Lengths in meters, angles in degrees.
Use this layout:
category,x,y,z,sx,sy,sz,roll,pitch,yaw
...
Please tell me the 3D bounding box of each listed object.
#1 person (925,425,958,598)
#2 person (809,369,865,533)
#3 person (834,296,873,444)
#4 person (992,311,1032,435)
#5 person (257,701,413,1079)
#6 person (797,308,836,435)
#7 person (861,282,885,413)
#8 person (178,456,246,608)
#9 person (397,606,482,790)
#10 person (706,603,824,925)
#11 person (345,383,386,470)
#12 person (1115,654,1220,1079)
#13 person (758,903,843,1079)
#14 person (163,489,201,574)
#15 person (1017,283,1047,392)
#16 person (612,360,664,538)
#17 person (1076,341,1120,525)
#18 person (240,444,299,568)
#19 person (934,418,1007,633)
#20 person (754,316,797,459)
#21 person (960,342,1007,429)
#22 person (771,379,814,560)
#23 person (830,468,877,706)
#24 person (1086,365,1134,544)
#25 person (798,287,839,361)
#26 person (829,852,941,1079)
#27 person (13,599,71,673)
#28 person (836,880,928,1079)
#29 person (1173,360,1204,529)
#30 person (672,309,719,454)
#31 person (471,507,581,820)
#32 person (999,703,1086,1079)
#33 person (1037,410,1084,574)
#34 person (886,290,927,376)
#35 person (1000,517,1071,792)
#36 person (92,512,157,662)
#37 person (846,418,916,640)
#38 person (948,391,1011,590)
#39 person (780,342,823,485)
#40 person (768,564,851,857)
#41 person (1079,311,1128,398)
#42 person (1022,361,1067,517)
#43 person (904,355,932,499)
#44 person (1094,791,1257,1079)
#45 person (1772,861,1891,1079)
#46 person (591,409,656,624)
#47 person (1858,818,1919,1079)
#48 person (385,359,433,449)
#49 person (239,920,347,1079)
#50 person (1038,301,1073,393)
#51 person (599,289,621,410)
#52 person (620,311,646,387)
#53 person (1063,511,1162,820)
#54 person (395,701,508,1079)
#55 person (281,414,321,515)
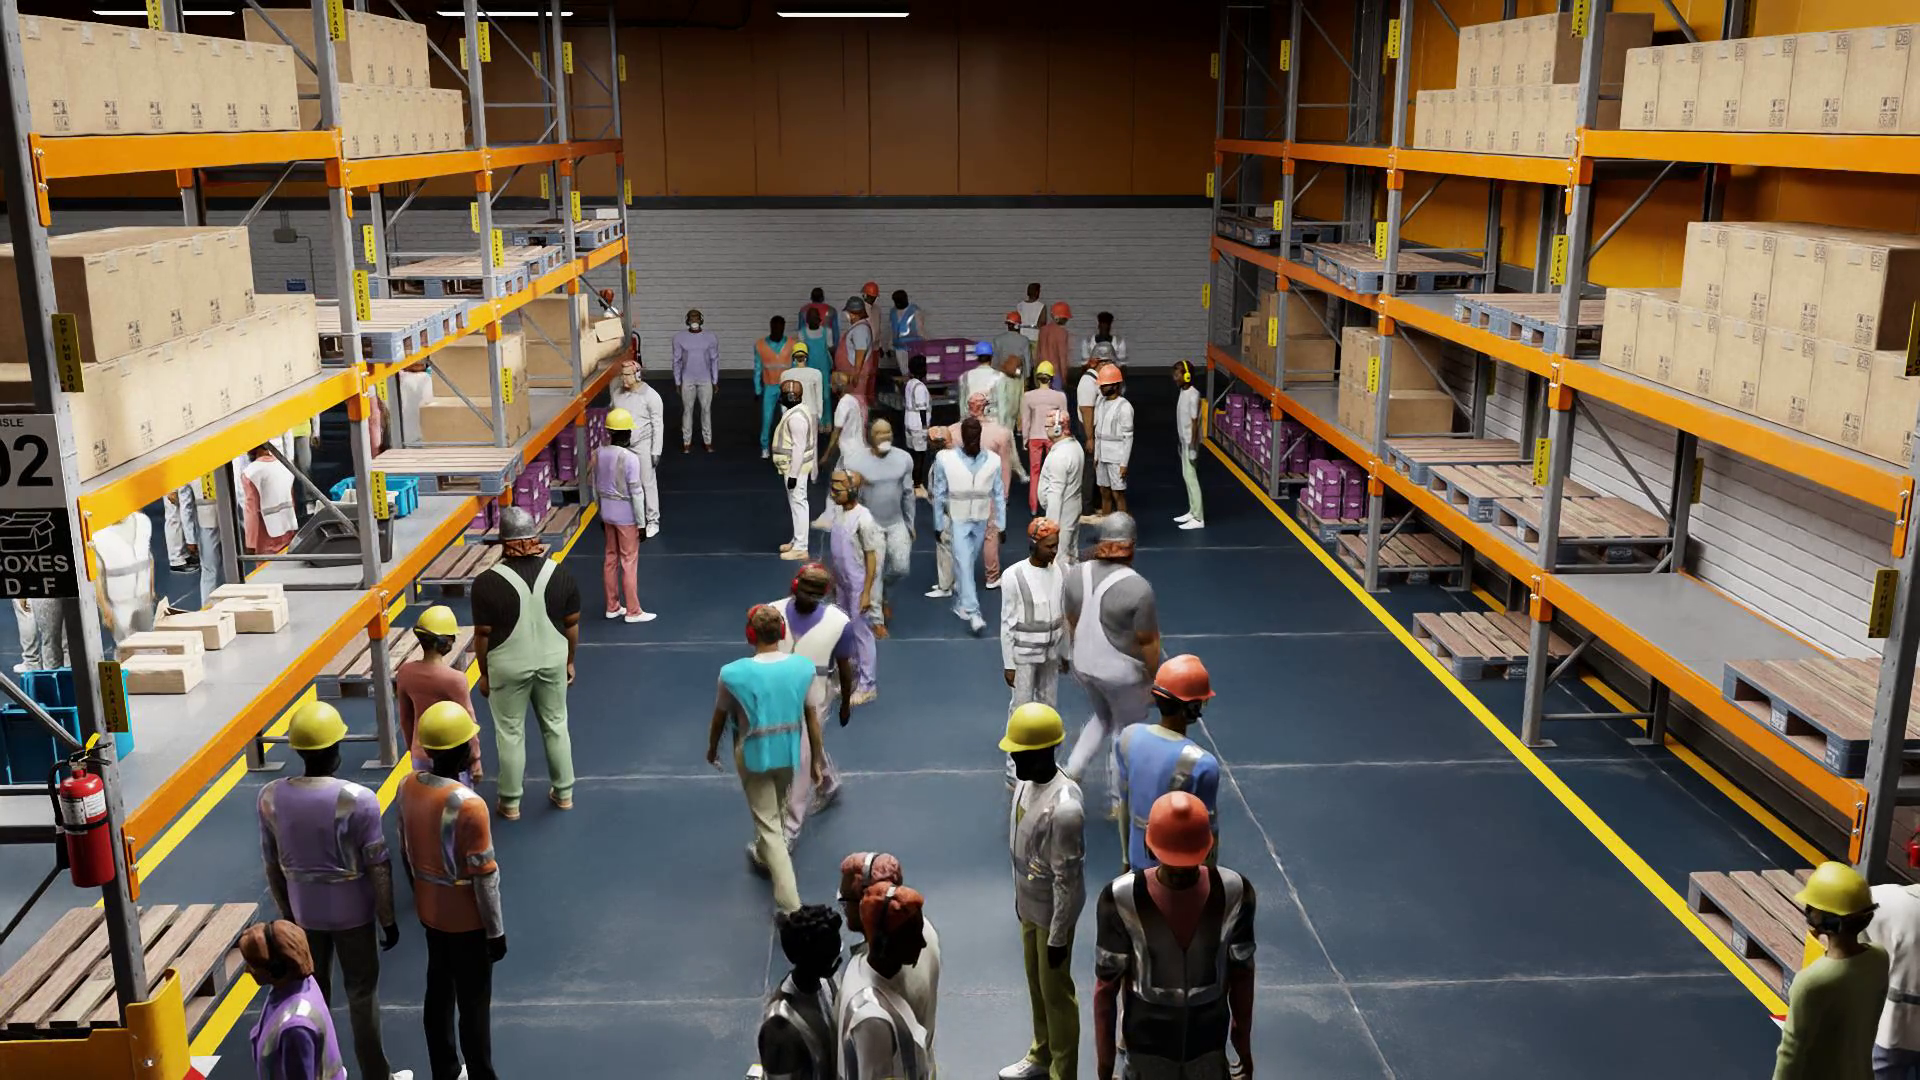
category,x,y,z,sx,sy,sz,roll,pitch,yaw
person,-0.155,-0.270,15.601,0.313,1.634,0.514,3,15,10
person,-1.304,-0.915,17.780,0.893,1.805,0.525,1,14,2
person,-1.462,-2.340,22.905,0.538,2.000,0.684,-1,14,-2
person,0.748,-2.364,23.571,0.573,1.749,0.343,5,15,18
person,-2.810,1.647,7.472,0.587,1.930,0.355,2,14,7
person,-2.014,-2.377,23.514,0.546,1.803,0.586,0,14,0
person,-1.384,-2.937,25.359,0.393,1.985,0.611,11,18,37
person,-6.436,-0.098,14.377,0.401,1.908,0.598,9,17,31
person,-2.927,1.232,9.449,0.524,1.760,0.326,7,16,25
person,-1.096,1.233,9.404,0.562,1.786,1.019,-9,17,-32
person,-7.574,-1.870,21.175,0.621,1.985,0.408,4,15,14
person,0.995,1.517,7.785,0.403,2.034,0.609,-11,18,-36
person,-0.569,2.115,6.112,0.322,1.693,0.536,4,15,17
person,-7.732,-0.582,16.424,0.403,1.827,0.600,-4,15,-15
person,1.155,-3.178,26.581,0.566,1.847,0.389,10,17,34
person,-3.483,-0.973,17.805,0.654,1.906,0.408,8,16,27
person,1.569,-1.199,18.424,0.535,2.000,0.682,7,16,25
person,-5.860,-0.049,14.183,0.405,1.909,0.597,4,15,14
person,0.118,-0.131,14.557,0.612,1.865,0.987,-5,15,-18
person,-2.421,-2.023,21.946,0.600,1.891,0.488,-4,15,-17
person,0.288,-1.352,19.376,0.639,1.865,1.010,5,15,19
person,-1.700,-0.722,16.949,0.429,1.845,0.622,-1,14,-4
person,-0.828,0.351,12.735,0.327,1.842,0.517,-9,17,-32
person,1.554,-0.862,17.312,0.373,1.933,0.551,-9,17,-30
person,-2.249,-3.111,26.426,0.627,1.801,0.952,0,14,1
person,-0.286,2.028,6.058,0.399,1.897,0.652,3,15,11
person,-7.508,0.146,13.420,0.391,1.911,0.582,11,18,36
person,-0.271,2.084,5.853,0.339,1.882,0.581,-1,14,-3
person,2.500,-1.050,18.240,0.392,1.849,0.519,-1,14,-6
person,-3.528,-2.128,22.276,0.630,1.940,0.373,-3,15,-13
person,-2.796,0.769,10.699,0.684,2.000,0.537,-9,17,-31
person,0.364,1.644,7.511,0.398,1.920,0.586,-4,15,-16
person,0.886,-0.227,14.905,0.398,1.898,0.645,4,15,17
person,-0.872,-2.985,25.897,0.654,1.814,0.567,10,17,34
person,0.514,0.764,11.049,0.585,1.878,0.362,-11,18,-37
person,-6.218,0.438,12.481,0.428,1.802,0.723,5,15,19
person,-0.688,-0.120,14.417,0.650,1.923,0.511,-7,16,-25
person,0.178,-0.469,15.827,0.651,1.907,0.409,4,15,15
person,-1.931,-1.542,20.361,0.518,1.752,0.375,-1,14,-2
person,-0.943,0.983,10.379,0.595,1.794,0.937,7,16,25
person,1.903,-2.103,22.166,0.656,1.941,0.544,2,14,6
person,0.955,-1.131,18.703,0.523,1.769,0.322,3,15,11
person,-0.488,-1.341,19.665,0.317,1.700,0.538,-5,15,-19
person,0.816,1.895,6.310,0.613,2.030,0.404,-1,14,-5
person,3.224,2.045,6.250,0.524,1.762,0.339,-8,16,-29
person,-2.999,-0.212,14.776,0.594,1.926,0.366,11,18,36
person,3.717,1.951,6.464,0.560,1.838,0.393,7,16,26
person,-5.971,-1.187,18.379,0.691,2.000,0.827,-2,14,-6
person,-2.406,2.147,6.109,0.314,1.632,0.524,-6,16,-24
person,1.250,-2.304,22.928,0.465,1.972,0.781,-9,17,-31
person,-5.333,-2.877,25.329,0.355,1.882,0.575,0,14,-1
person,-4.891,-2.603,24.754,0.614,1.614,0.535,-2,14,-9
person,0.999,0.796,10.595,0.587,2.000,0.715,-11,18,-37
person,-2.255,1.646,7.477,0.591,1.930,0.357,10,17,34
person,-7.522,-1.219,18.736,0.594,1.922,0.386,-4,15,-15
